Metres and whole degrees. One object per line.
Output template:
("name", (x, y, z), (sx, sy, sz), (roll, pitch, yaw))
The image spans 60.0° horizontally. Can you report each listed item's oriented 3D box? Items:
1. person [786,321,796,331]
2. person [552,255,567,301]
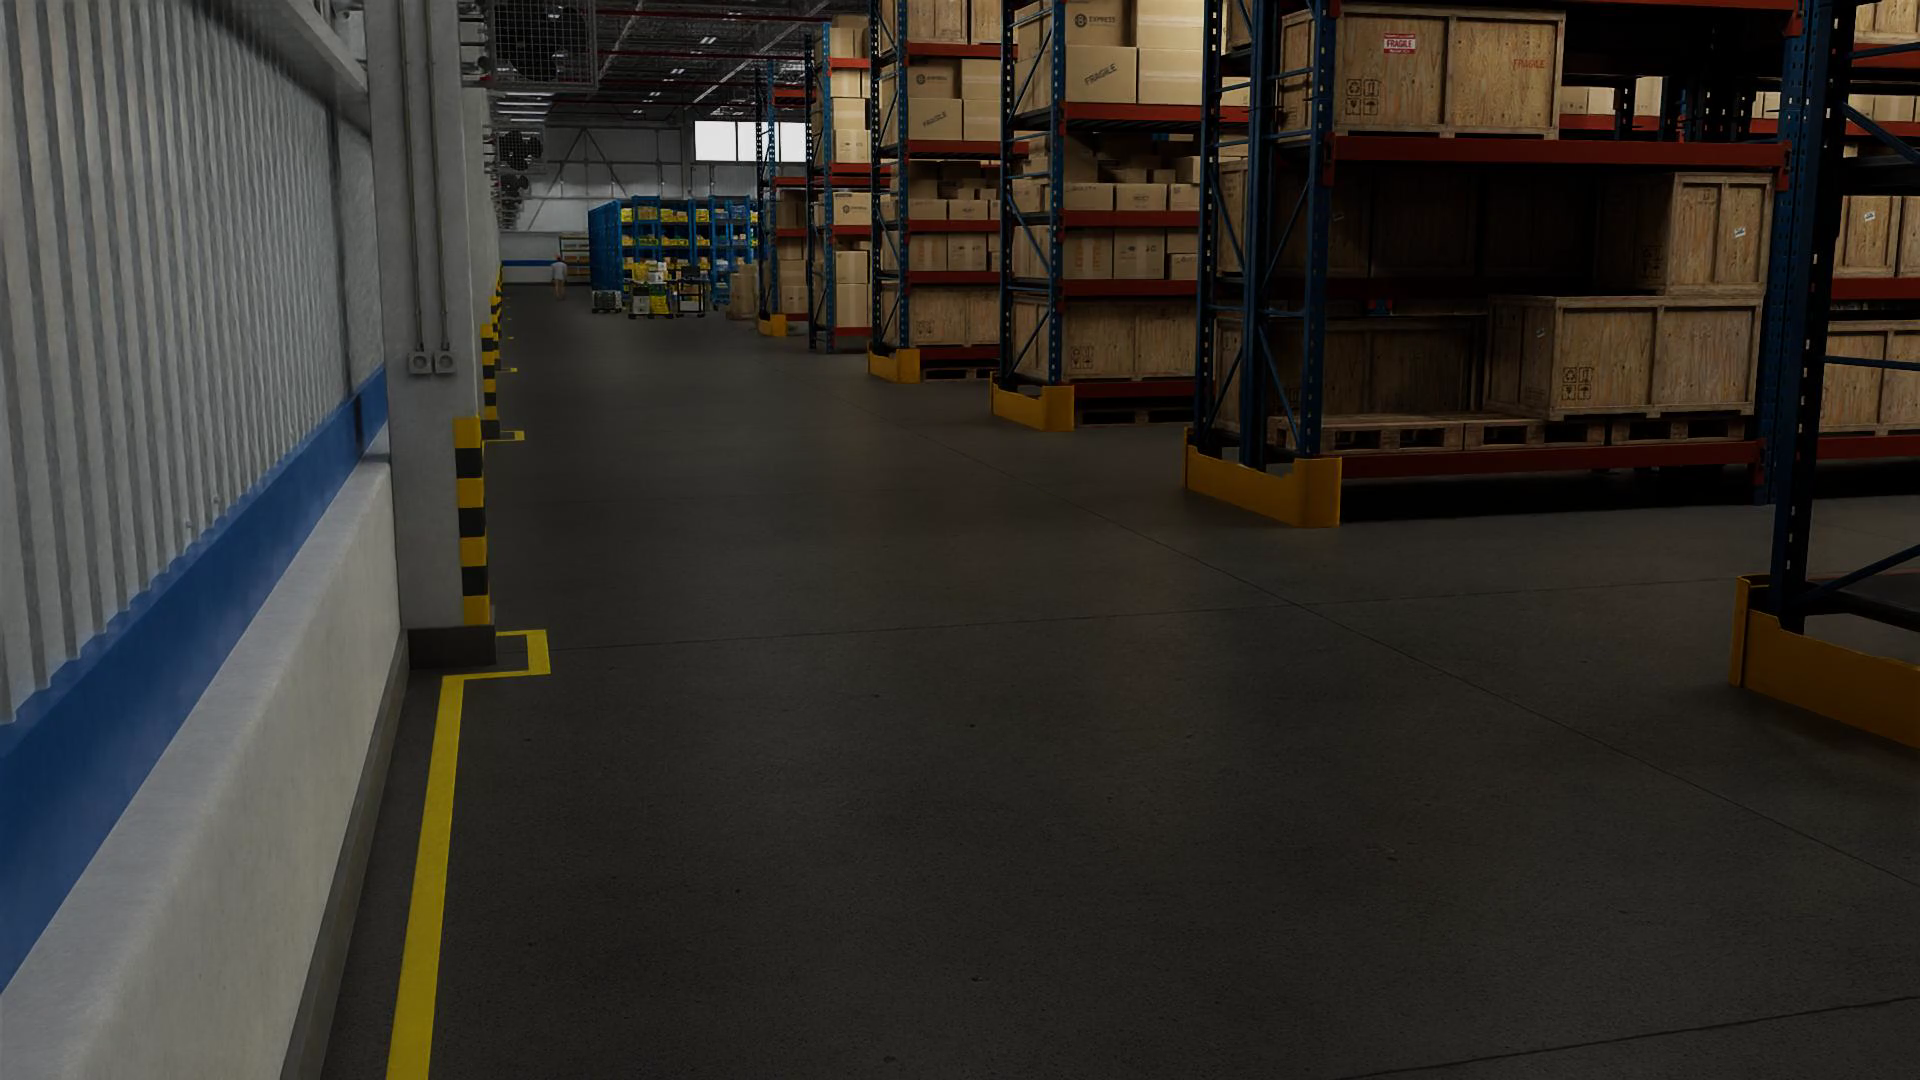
("person", (-4.293, -5.982, 39.951), (0.606, 1.923, 0.618), (-2, 10, -10))
("person", (-14.920, -9.761, 61.969), (0.560, 1.703, 0.901), (-2, 10, -11))
